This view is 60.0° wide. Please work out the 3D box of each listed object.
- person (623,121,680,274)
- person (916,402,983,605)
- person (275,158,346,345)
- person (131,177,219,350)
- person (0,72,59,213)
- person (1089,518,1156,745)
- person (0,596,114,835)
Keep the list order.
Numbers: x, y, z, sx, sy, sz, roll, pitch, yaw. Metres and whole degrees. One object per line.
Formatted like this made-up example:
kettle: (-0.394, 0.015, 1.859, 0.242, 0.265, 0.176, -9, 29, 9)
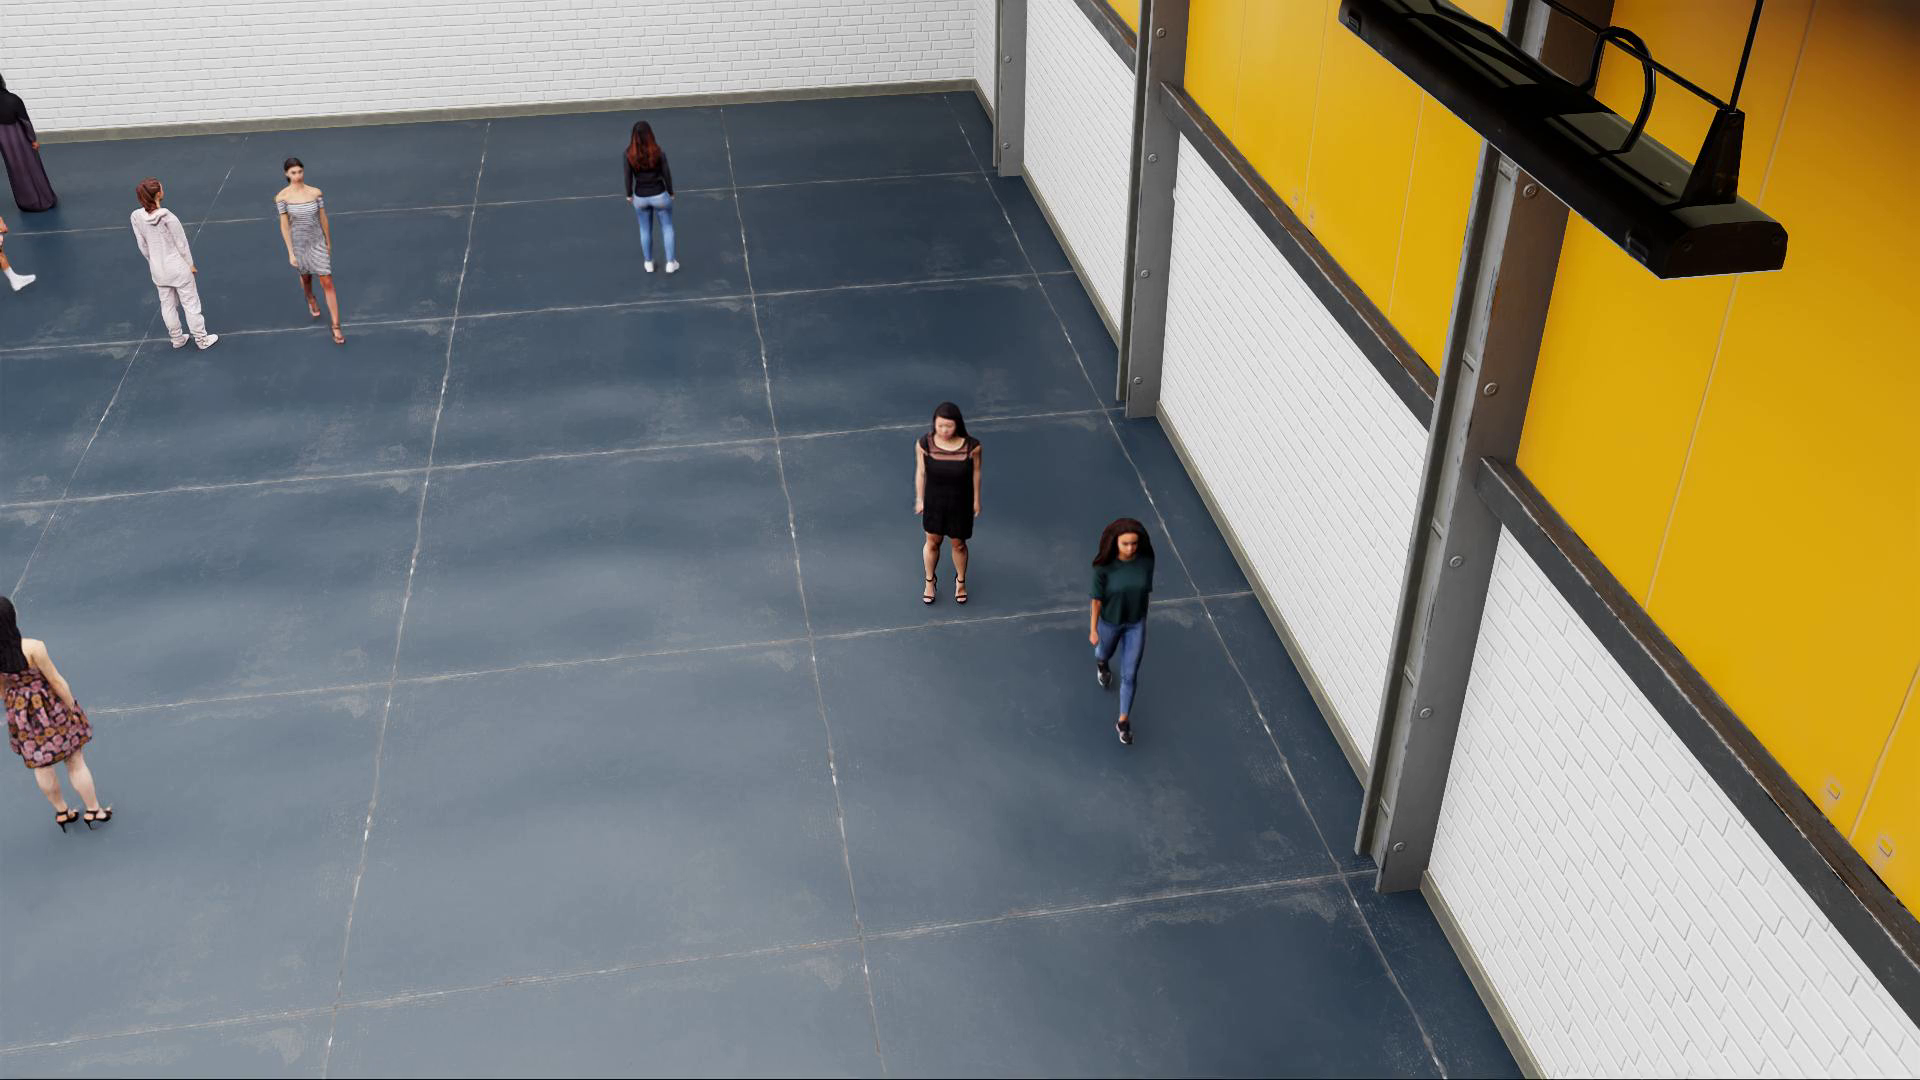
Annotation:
person: (-3.216, -3.565, 17.318, 0.668, 1.634, 0.588, -2, 34, -3)
person: (-0.087, -0.269, 12.283, 0.700, 1.717, 0.679, 2, 34, 3)
person: (-6.321, -2.821, 16.070, 0.821, 1.776, 1.163, -16, 37, -23)
person: (-7.537, -2.621, 15.844, 0.696, 1.693, 0.666, 3, 34, 5)
person: (-10.672, -4.516, 18.766, 0.608, 1.615, 0.590, -4, 34, -5)
person: (1.068, 0.515, 11.223, 0.625, 1.586, 1.082, -4, 34, -5)
person: (-5.640, 1.079, 10.205, 0.711, 1.774, 0.719, 0, 34, 0)
